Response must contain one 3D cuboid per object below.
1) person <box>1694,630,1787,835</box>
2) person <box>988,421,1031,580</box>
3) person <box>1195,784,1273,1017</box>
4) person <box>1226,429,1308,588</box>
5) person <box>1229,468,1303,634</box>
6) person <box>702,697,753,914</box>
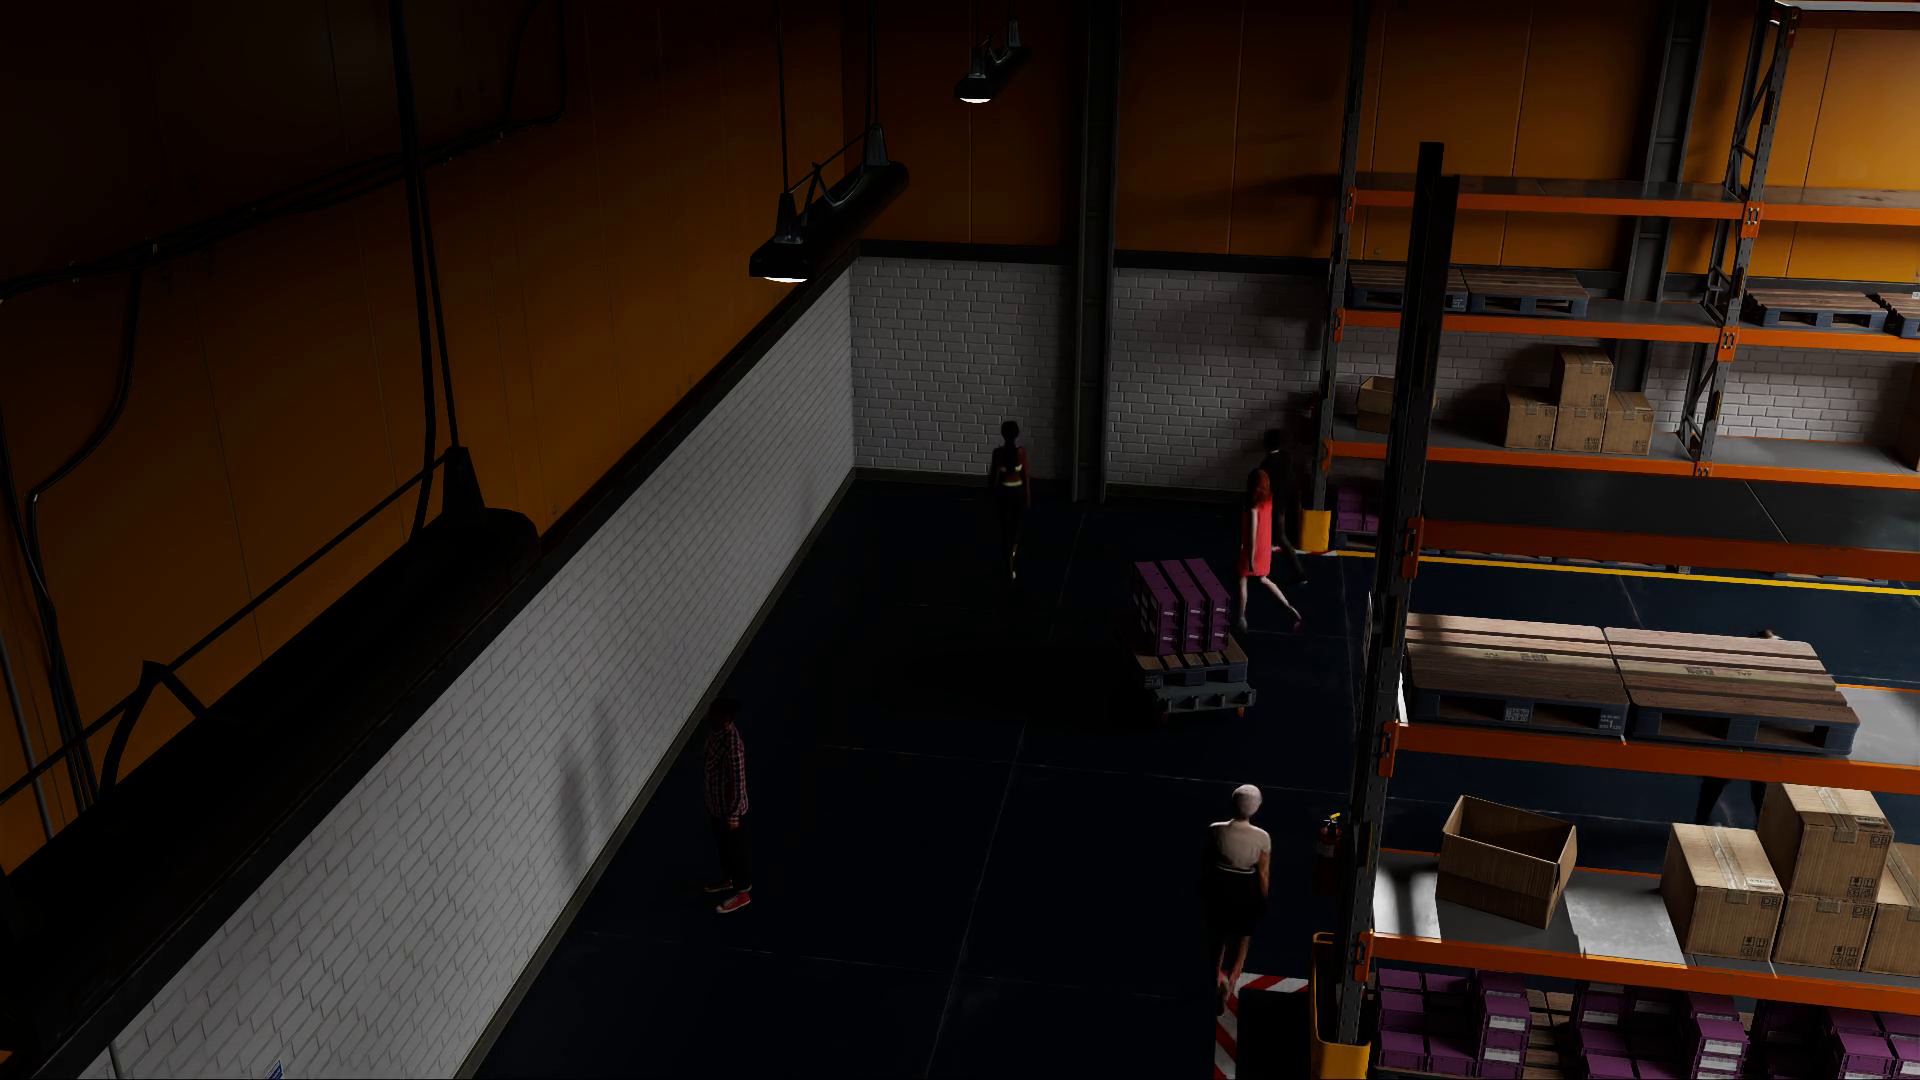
[{"bbox_3d":[6.181,1.581,13.267,1.149,1.859,0.986,-8,25,-18],"label":"person"},{"bbox_3d":[0.551,-0.401,17.973,1.016,1.722,0.828,-2,24,-4],"label":"person"},{"bbox_3d":[1.865,2.490,11.340,0.840,1.737,0.770,5,24,11],"label":"person"},{"bbox_3d":[3.384,-0.301,17.697,1.123,1.759,1.266,-20,31,-38],"label":"person"},{"bbox_3d":[3.039,0.164,16.580,1.112,1.802,0.911,18,29,35],"label":"person"},{"bbox_3d":[-1.762,1.957,12.530,0.813,1.762,0.783,-12,26,-25],"label":"person"}]
